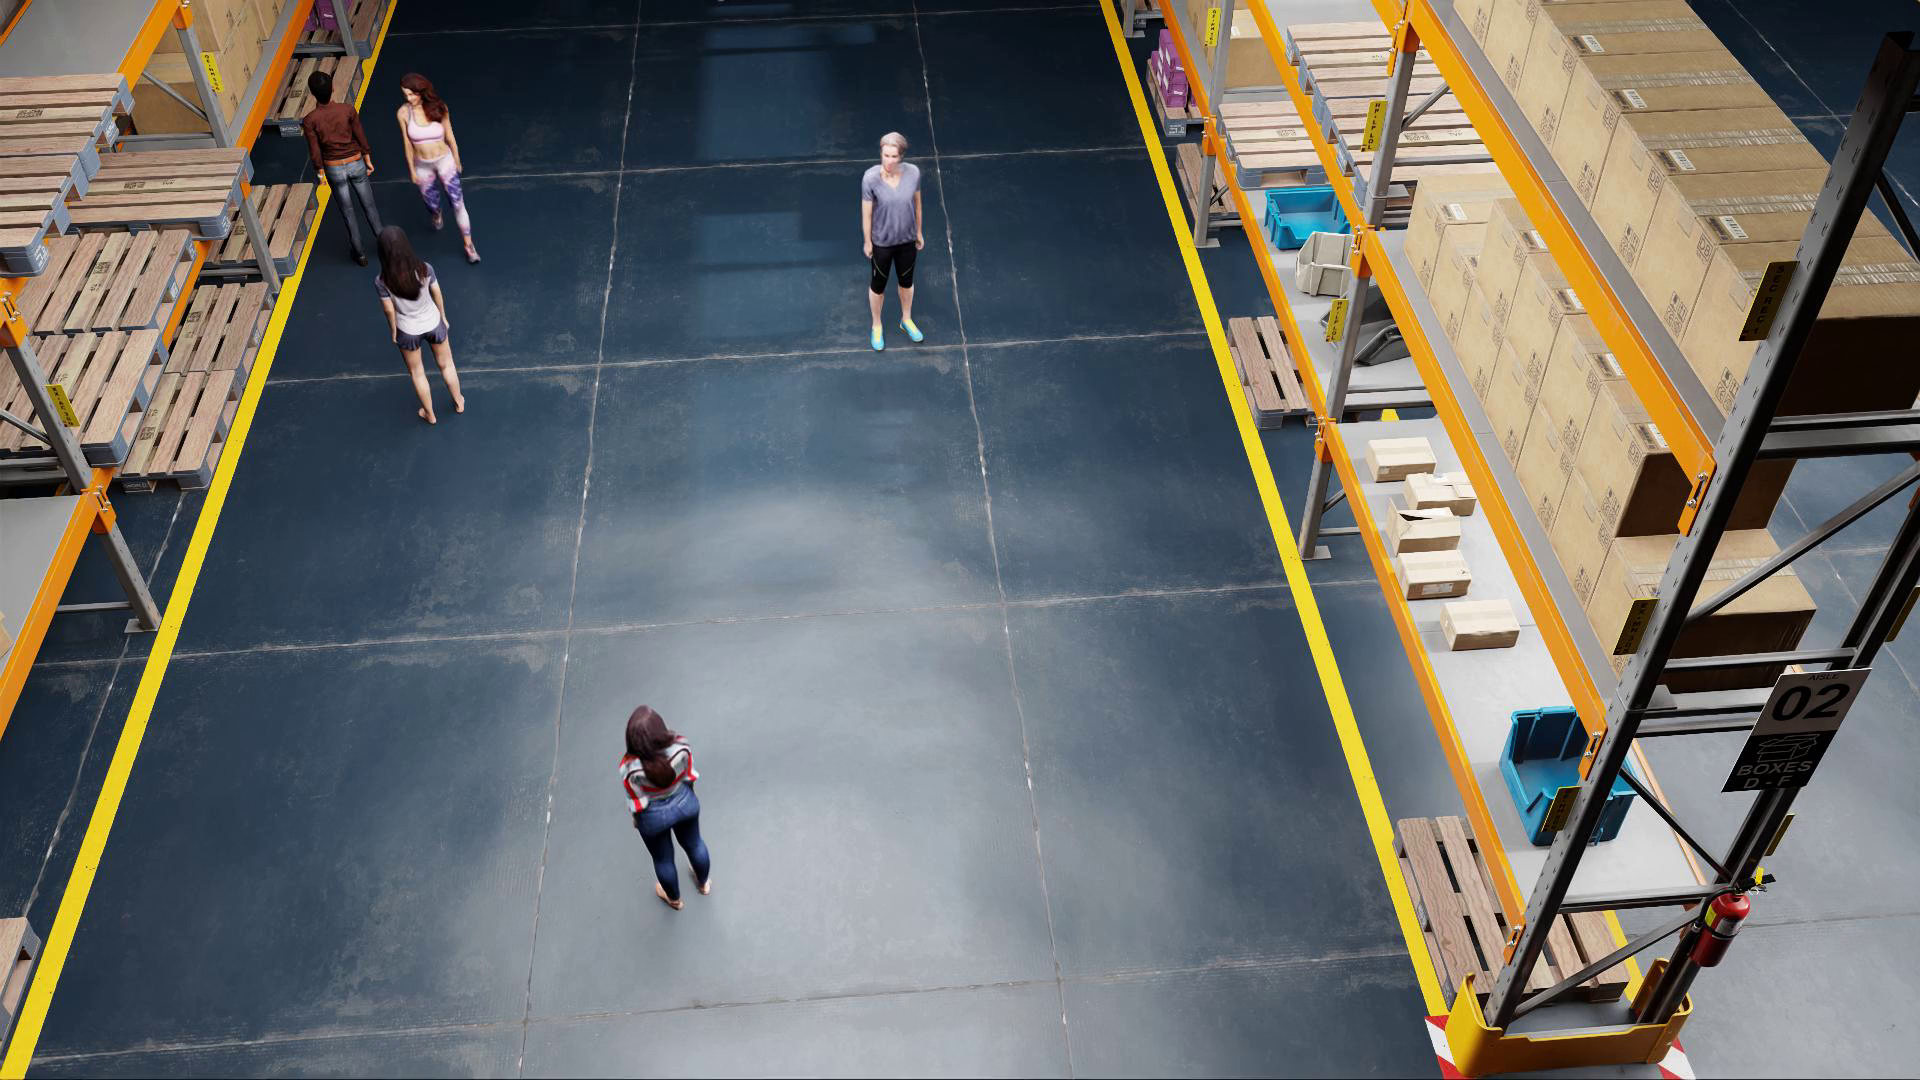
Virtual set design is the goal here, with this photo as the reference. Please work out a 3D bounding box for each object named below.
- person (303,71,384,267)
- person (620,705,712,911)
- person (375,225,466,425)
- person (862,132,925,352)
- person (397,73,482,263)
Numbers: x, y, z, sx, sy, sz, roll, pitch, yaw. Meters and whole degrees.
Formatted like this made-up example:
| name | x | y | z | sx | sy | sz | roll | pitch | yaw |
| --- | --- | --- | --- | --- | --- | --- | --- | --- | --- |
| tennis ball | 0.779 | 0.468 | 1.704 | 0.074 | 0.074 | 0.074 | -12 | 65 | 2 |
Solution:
| name | x | y | z | sx | sy | sz | roll | pitch | yaw |
| --- | --- | --- | --- | --- | --- | --- | --- | --- | --- |
| person | -5.210 | -3.148 | 14.107 | 0.716 | 1.782 | 0.690 | -23 | 48 | -22 |
| person | -1.648 | 1.507 | 9.344 | 0.656 | 1.612 | 0.653 | -23 | 48 | -23 |
| person | -4.094 | -1.622 | 12.559 | 0.673 | 1.706 | 0.669 | -22 | 48 | -22 |
| person | -0.535 | -2.398 | 13.244 | 0.707 | 1.885 | 0.670 | -14 | 45 | -14 |
| person | -4.503 | -3.217 | 14.199 | 0.761 | 1.754 | 0.994 | -17 | 46 | -17 |
